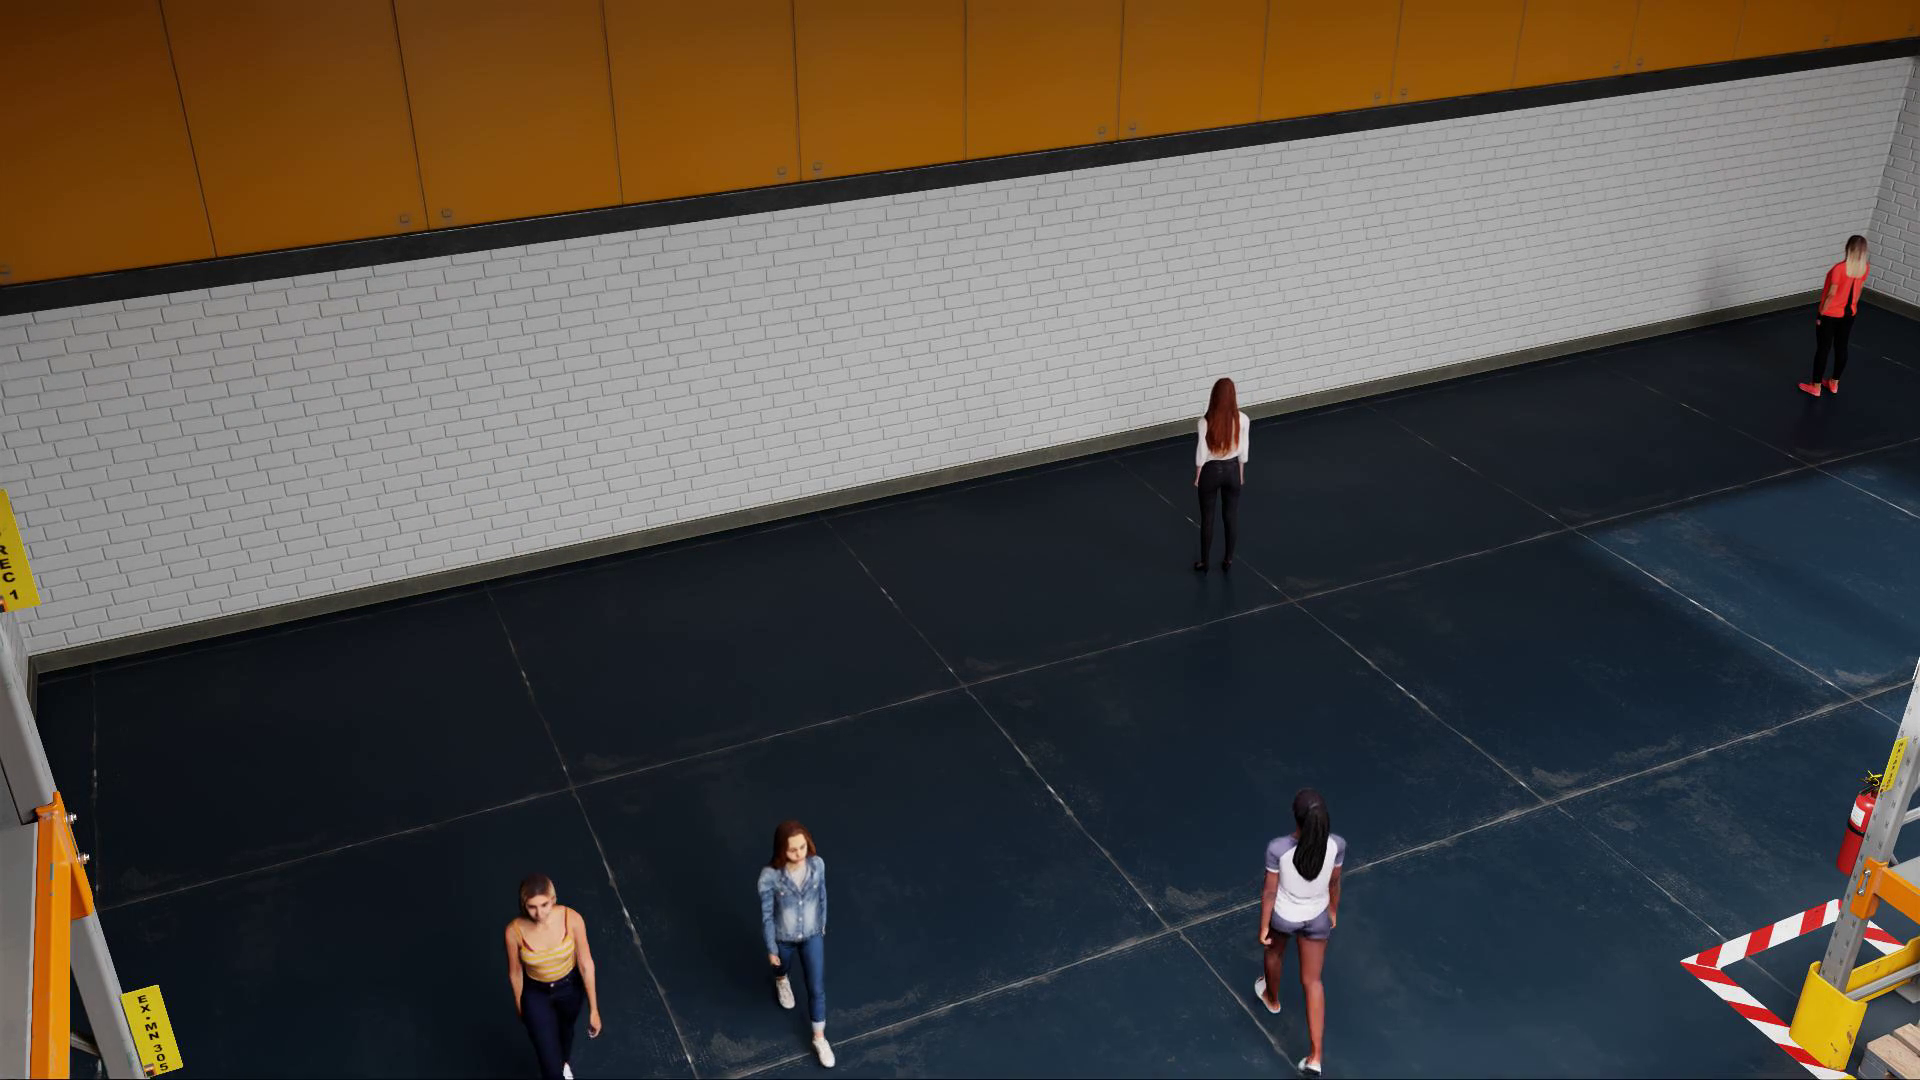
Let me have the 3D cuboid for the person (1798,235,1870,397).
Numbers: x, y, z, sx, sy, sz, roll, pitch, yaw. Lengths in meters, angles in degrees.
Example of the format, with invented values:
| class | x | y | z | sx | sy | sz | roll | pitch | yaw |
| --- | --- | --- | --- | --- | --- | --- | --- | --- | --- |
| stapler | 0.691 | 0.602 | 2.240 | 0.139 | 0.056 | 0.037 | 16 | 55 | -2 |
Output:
| class | x | y | z | sx | sy | sz | roll | pitch | yaw |
| --- | --- | --- | --- | --- | --- | --- | --- | --- | --- |
| person | 9.062 | -2.323 | 17.162 | 0.625 | 1.693 | 0.572 | -8 | 30 | -14 |

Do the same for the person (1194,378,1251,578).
| class | x | y | z | sx | sy | sz | roll | pitch | yaw |
| --- | --- | --- | --- | --- | --- | --- | --- | --- | --- |
| person | 2.149 | -0.510 | 13.767 | 0.648 | 1.762 | 0.605 | -3 | 29 | -6 |

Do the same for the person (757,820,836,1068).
| class | x | y | z | sx | sy | sz | roll | pitch | yaw |
| --- | --- | --- | --- | --- | --- | --- | --- | --- | --- |
| person | -0.948 | 2.137 | 9.242 | 0.577 | 1.447 | 0.993 | -12 | 31 | -21 |

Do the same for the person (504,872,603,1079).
| class | x | y | z | sx | sy | sz | roll | pitch | yaw |
| --- | --- | --- | --- | --- | --- | --- | --- | --- | --- |
| person | -2.136 | 2.339 | 8.721 | 0.595 | 1.593 | 1.029 | -12 | 31 | -20 |

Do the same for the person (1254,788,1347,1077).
| class | x | y | z | sx | sy | sz | roll | pitch | yaw |
| --- | --- | --- | --- | --- | --- | --- | --- | --- | --- |
| person | 1.853 | 2.126 | 9.008 | 0.891 | 1.691 | 1.222 | -2 | 29 | -4 |
